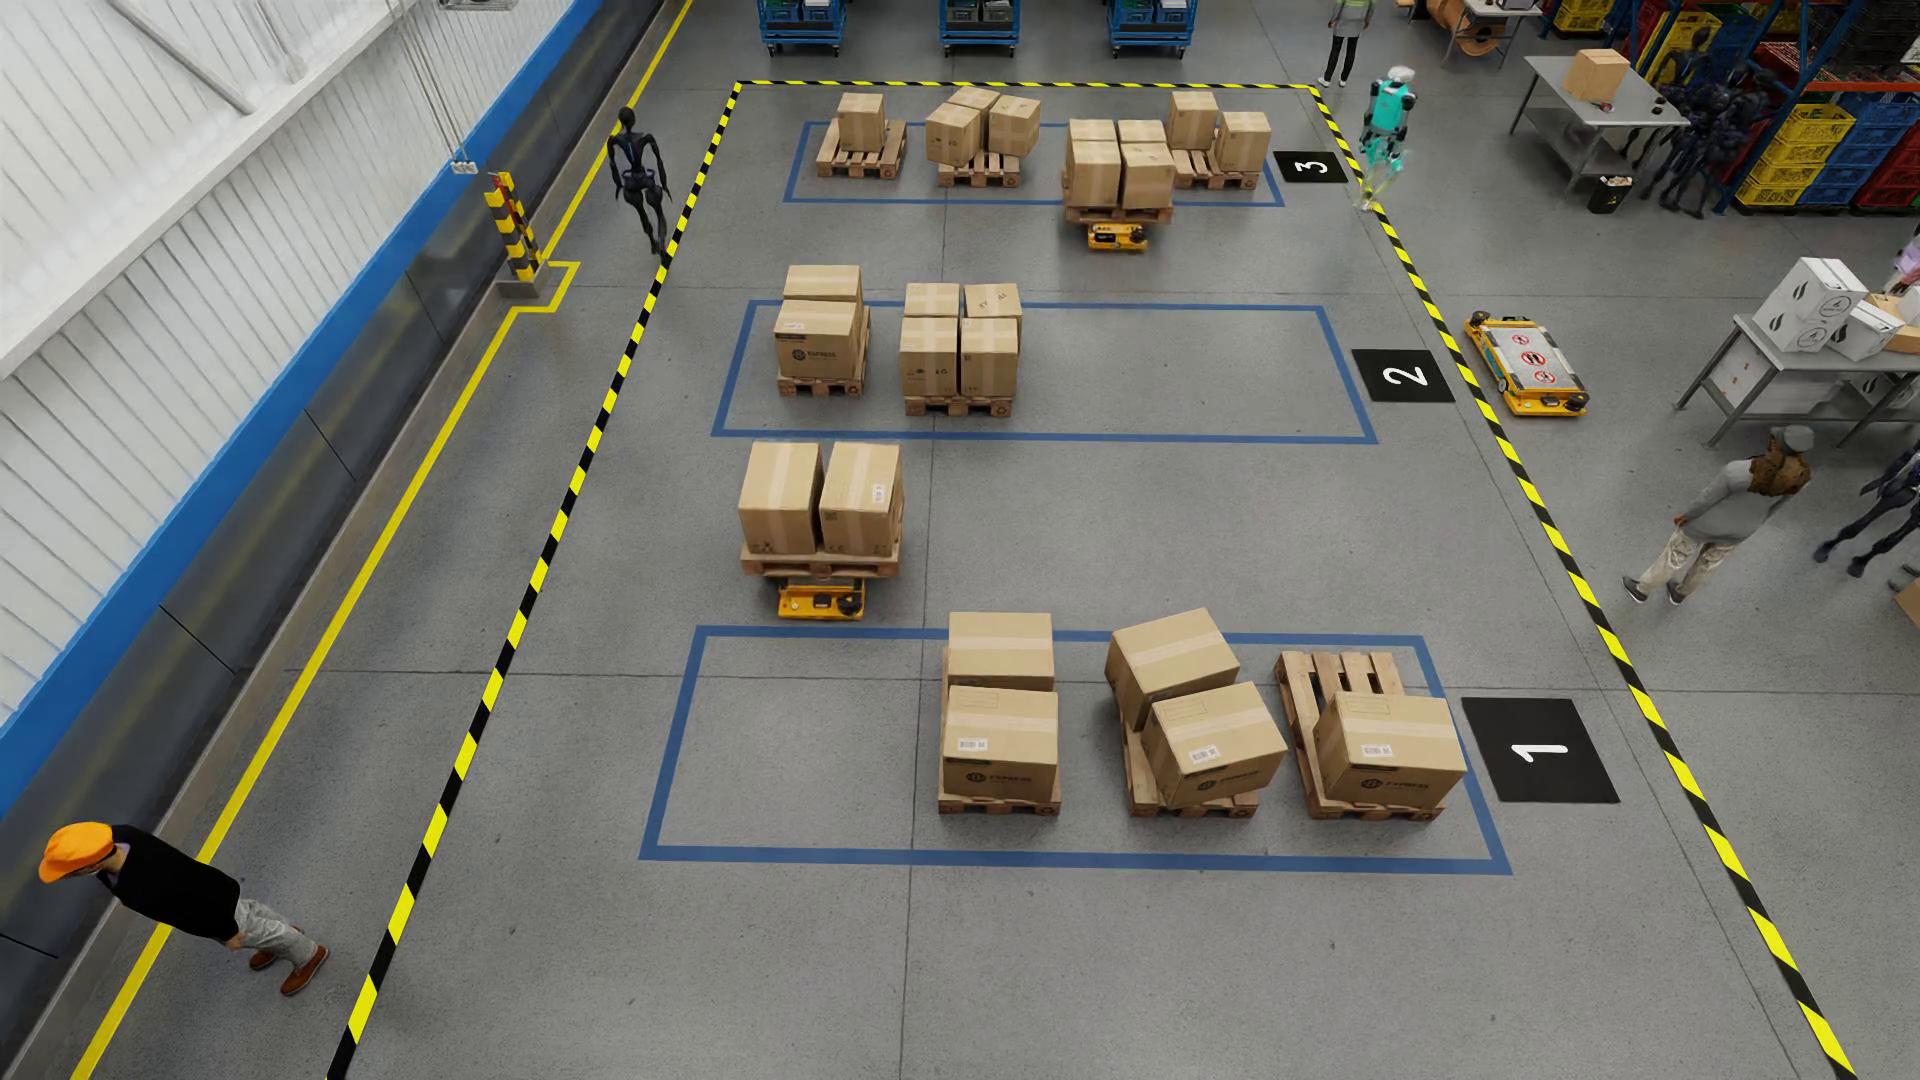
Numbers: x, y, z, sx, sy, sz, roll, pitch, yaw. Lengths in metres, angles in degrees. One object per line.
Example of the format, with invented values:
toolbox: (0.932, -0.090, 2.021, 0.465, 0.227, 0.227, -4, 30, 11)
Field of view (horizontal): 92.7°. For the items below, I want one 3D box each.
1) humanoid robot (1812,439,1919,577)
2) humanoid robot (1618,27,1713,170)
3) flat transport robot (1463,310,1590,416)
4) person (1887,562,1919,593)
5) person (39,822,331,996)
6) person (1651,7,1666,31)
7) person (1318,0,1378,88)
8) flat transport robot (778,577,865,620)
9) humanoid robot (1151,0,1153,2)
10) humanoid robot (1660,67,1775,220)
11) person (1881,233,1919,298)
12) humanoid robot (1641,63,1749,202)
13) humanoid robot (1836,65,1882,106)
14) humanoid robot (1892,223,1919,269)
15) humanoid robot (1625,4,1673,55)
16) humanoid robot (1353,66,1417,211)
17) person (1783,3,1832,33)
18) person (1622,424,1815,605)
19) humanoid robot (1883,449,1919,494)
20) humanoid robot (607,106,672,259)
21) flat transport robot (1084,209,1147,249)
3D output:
humanoid robot: (7.255, -0.335, 6.891, 0.354, 1.654, 0.614, -34, 57, -26)
humanoid robot: (8.777, -5.478, 11.344, 0.589, 1.641, 0.536, 21, 52, 18)
flat transport robot: (5.573, -1.757, 9.054, 0.659, 0.231, 1.431, 1, 49, 1)
person: (7.698, -0.246, 6.644, 0.603, 1.939, 0.413, -31, 56, -24)
person: (-3.992, 1.929, 4.796, 0.589, 1.880, 0.379, 25, 54, 20)
person: (10.609, -8.139, 13.456, 0.368, 1.964, 0.607, -2, 49, -2)
person: (5.475, -7.338, 12.839, 0.591, 1.849, 0.397, 2, 49, 1)
flat transport robot: (-1.069, 0.019, 7.498, 0.652, 0.197, 1.431, 1, 49, 1)
humanoid robot: (3.348, -9.195, 14.610, 0.785, 1.639, 0.608, -7, 50, -6)
humanoid robot: (8.787, -4.529, 10.523, 0.602, 1.640, 0.466, -14, 51, -12)
person: (8.930, -2.571, 8.587, 0.395, 2.043, 0.607, 35, 57, 26)
humanoid robot: (8.615, -4.724, 10.704, 0.614, 1.651, 0.392, 23, 53, 18)
humanoid robot: (11.832, -6.196, 11.965, 0.555, 1.644, 0.601, -5, 49, -5)
humanoid robot: (9.493, -2.733, 8.836, 0.735, 1.681, 0.533, -10, 50, -9)
humanoid robot: (10.343, -7.852, 13.417, 0.608, 1.645, 0.614, -15, 51, -13)
humanoid robot: (4.919, -4.552, 10.530, 0.838, 1.809, 0.544, -30, 55, -23)
person: (12.083, -7.599, 13.112, 0.949, 1.787, 0.602, 7, 50, 6)
person: (5.533, -0.133, 6.655, 0.572, 1.768, 0.398, 4, 49, 4)
humanoid robot: (8.299, -1.001, 7.475, 0.768, 1.848, 0.563, -22, 53, -18)
humanoid robot: (-3.465, -3.791, 9.890, 0.606, 1.641, 0.577, -7, 49, -6)
flat transport robot: (1.821, -3.941, 10.926, 0.652, 0.197, 1.431, 1, 49, 1)
